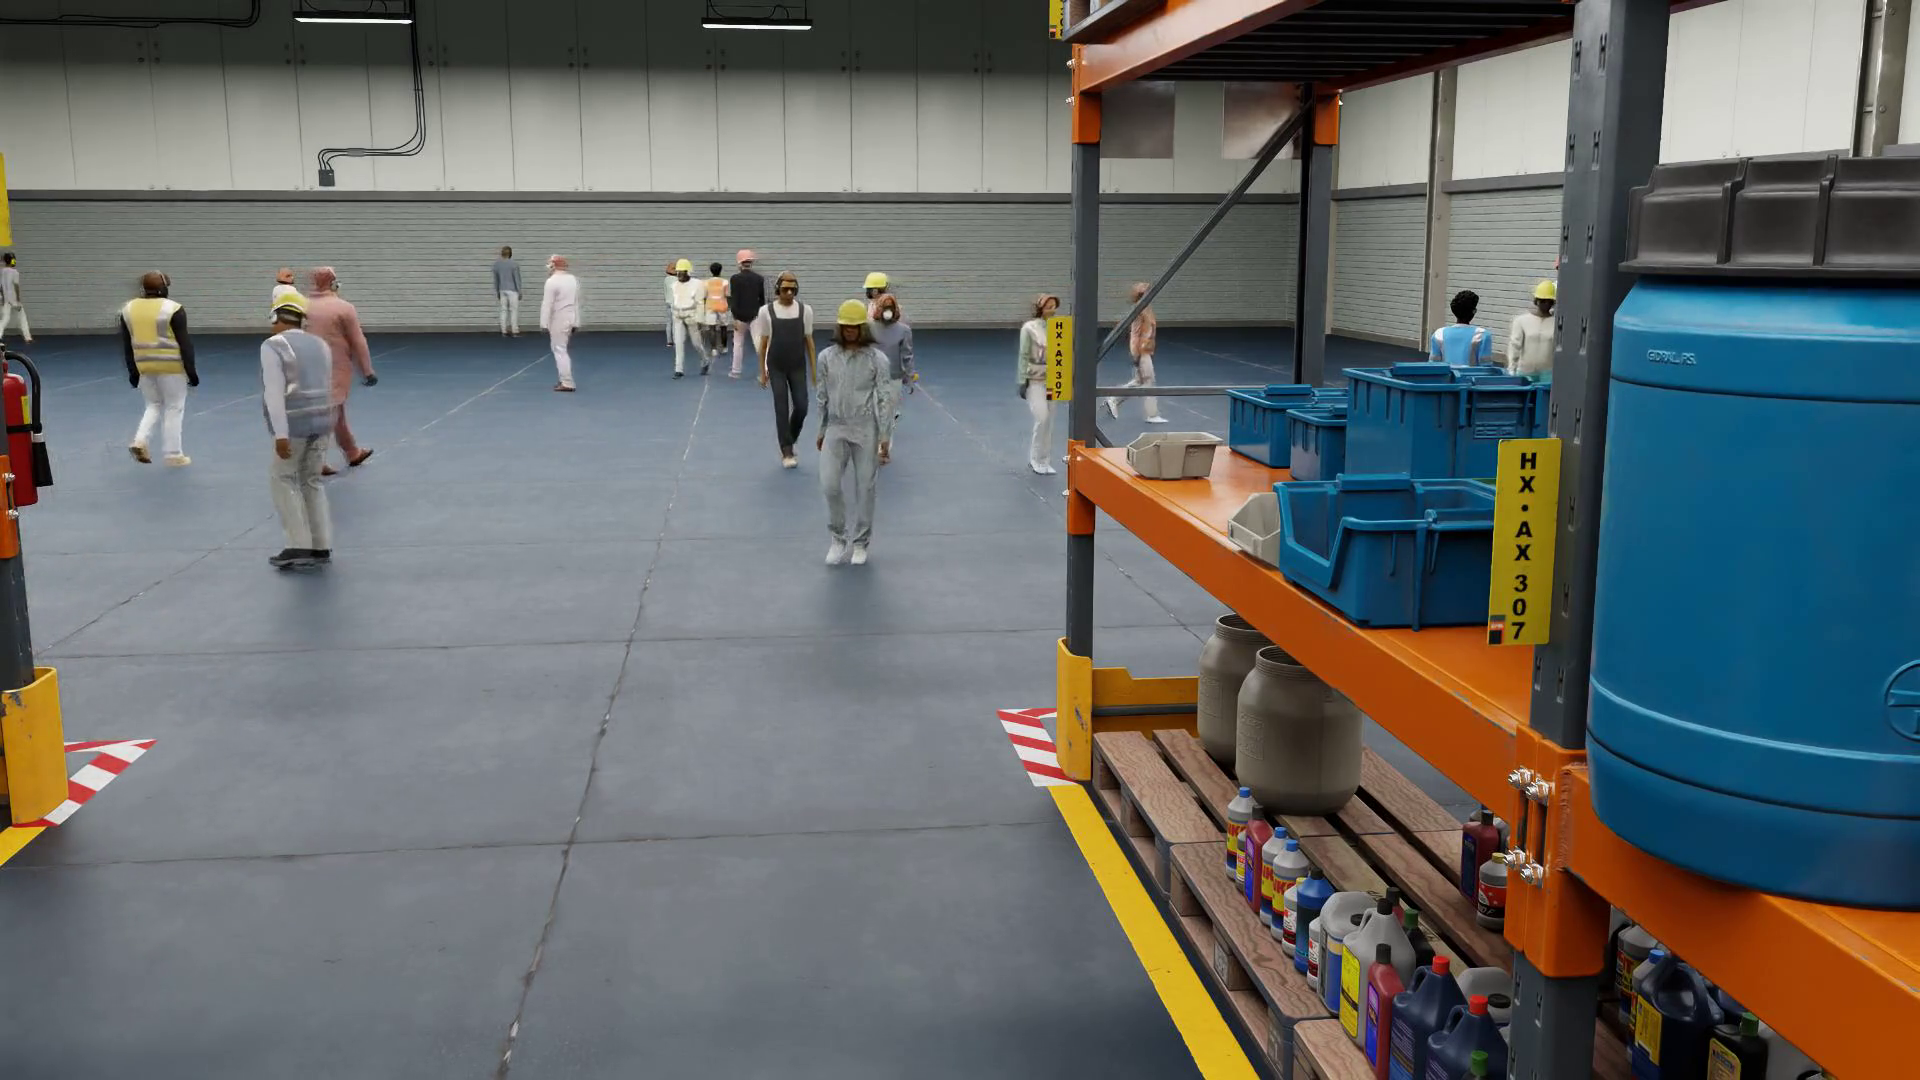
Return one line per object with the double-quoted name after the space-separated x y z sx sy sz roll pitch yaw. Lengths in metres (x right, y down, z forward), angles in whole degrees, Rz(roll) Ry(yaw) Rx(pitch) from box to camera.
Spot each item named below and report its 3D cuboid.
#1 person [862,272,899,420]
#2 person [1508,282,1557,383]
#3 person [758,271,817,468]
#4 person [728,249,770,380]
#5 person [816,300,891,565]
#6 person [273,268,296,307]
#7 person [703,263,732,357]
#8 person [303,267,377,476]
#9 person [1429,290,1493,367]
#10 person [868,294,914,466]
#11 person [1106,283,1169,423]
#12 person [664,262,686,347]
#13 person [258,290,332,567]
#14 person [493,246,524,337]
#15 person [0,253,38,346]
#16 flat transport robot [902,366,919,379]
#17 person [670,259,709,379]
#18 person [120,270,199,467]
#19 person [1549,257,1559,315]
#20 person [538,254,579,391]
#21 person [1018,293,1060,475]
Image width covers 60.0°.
-0.881 -1.978 17.776 0.381 1.754 0.542 -5 12 -26 "person"
5.449 -1.574 15.700 0.538 1.718 0.925 3 11 15 "person"
-1.610 -1.589 15.471 0.548 1.822 0.535 -3 11 -15 "person"
-3.147 -3.368 24.906 0.639 1.955 1.018 -8 13 -36 "person"
-0.697 -0.683 10.755 0.519 1.722 0.516 2 10 10 "person"
-10.618 -3.466 26.288 0.497 1.634 0.279 5 11 25 "person"
-4.353 -4.130 29.849 0.556 1.648 0.856 0 10 -1 "person"
-5.662 -1.535 15.105 0.647 1.855 1.001 4 11 23 "person"
4.111 -1.195 13.665 0.532 1.697 0.319 8 13 36 "person"
-0.684 -1.479 15.475 0.523 1.588 0.827 -2 10 -8 "person"
2.044 -2.148 19.106 0.700 1.614 0.524 3 11 14 "person"
-5.580 -4.590 32.451 0.281 1.634 0.498 -9 14 -40 "person"
-4.325 -0.730 10.865 0.461 1.789 0.620 4 11 22 "person"
-9.617 -5.286 35.432 0.635 1.937 0.352 3 11 18 "person"
-18.712 -4.743 32.777 0.536 1.832 0.951 3 11 15 "person"
-1.272 -2.413 24.255 0.652 0.197 1.431 7 12 32 "flat transport robot"
-4.115 -3.361 25.246 0.592 1.808 0.787 3 11 16 "person"
-7.388 -1.571 15.376 0.631 1.824 0.466 2 11 13 "person"
7.421 -2.556 20.494 0.542 1.928 0.374 -1 10 -3 "person"
-5.604 -2.996 23.031 0.584 1.889 0.647 3 11 16 "person"
0.790 -1.386 14.883 0.538 1.623 0.433 -7 13 -35 "person"
